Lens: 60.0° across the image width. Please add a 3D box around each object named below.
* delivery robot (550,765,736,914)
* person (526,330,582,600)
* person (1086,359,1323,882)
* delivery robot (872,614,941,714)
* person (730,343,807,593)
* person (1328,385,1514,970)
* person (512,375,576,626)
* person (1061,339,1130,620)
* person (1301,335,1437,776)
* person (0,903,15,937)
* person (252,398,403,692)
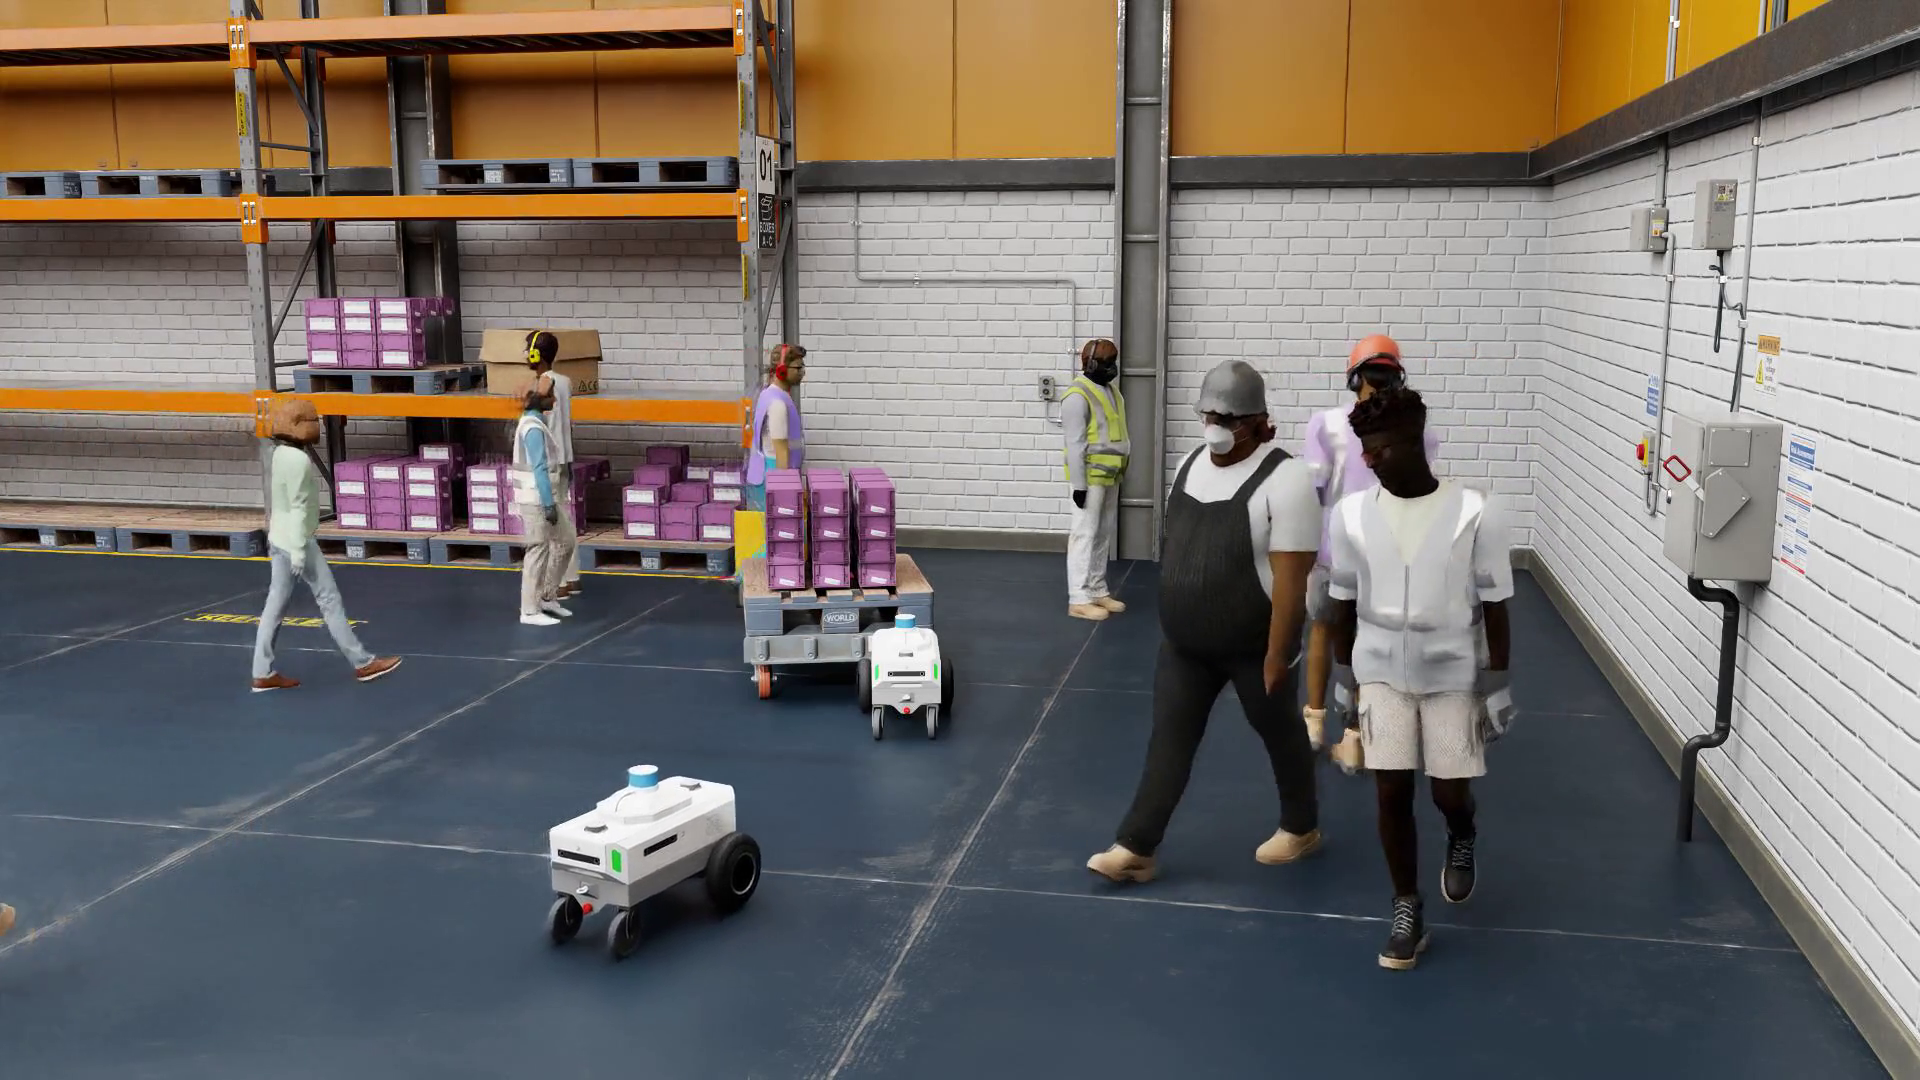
[{"bbox_3d":[-1.107,1.036,5.848,0.477,0.478,0.707,5,11,28],"label":"delivery robot"},{"bbox_3d":[-2.847,-0.516,11.534,0.310,1.868,0.533,3,10,17],"label":"person"},{"bbox_3d":[1.002,0.279,6.228,1.055,2.000,0.682,-8,12,-39],"label":"person"},{"bbox_3d":[-0.274,0.618,8.368,0.477,0.478,0.707,0,9,-3],"label":"delivery robot"},{"bbox_3d":[-1.184,-0.349,10.686,0.472,1.822,0.570,-1,9,-4],"label":"person"},{"bbox_3d":[1.559,0.436,5.618,0.634,1.928,0.620,5,11,28],"label":"person"},{"bbox_3d":[-2.641,-0.248,10.660,0.472,1.617,0.539,-2,10,-14],"label":"person"},{"bbox_3d":[0.897,-0.400,10.942,0.429,1.839,0.626,5,11,29],"label":"person"},{"bbox_3d":[1.835,0.066,7.665,0.669,1.990,0.616,0,9,3],"label":"person"},{"bbox_3d":[-3.158,0.576,4.935,0.591,1.869,0.543,5,11,27],"label":"person"},{"bbox_3d":[-3.522,0.023,9.106,0.829,1.593,0.522,-7,12,-35],"label":"person"}]
